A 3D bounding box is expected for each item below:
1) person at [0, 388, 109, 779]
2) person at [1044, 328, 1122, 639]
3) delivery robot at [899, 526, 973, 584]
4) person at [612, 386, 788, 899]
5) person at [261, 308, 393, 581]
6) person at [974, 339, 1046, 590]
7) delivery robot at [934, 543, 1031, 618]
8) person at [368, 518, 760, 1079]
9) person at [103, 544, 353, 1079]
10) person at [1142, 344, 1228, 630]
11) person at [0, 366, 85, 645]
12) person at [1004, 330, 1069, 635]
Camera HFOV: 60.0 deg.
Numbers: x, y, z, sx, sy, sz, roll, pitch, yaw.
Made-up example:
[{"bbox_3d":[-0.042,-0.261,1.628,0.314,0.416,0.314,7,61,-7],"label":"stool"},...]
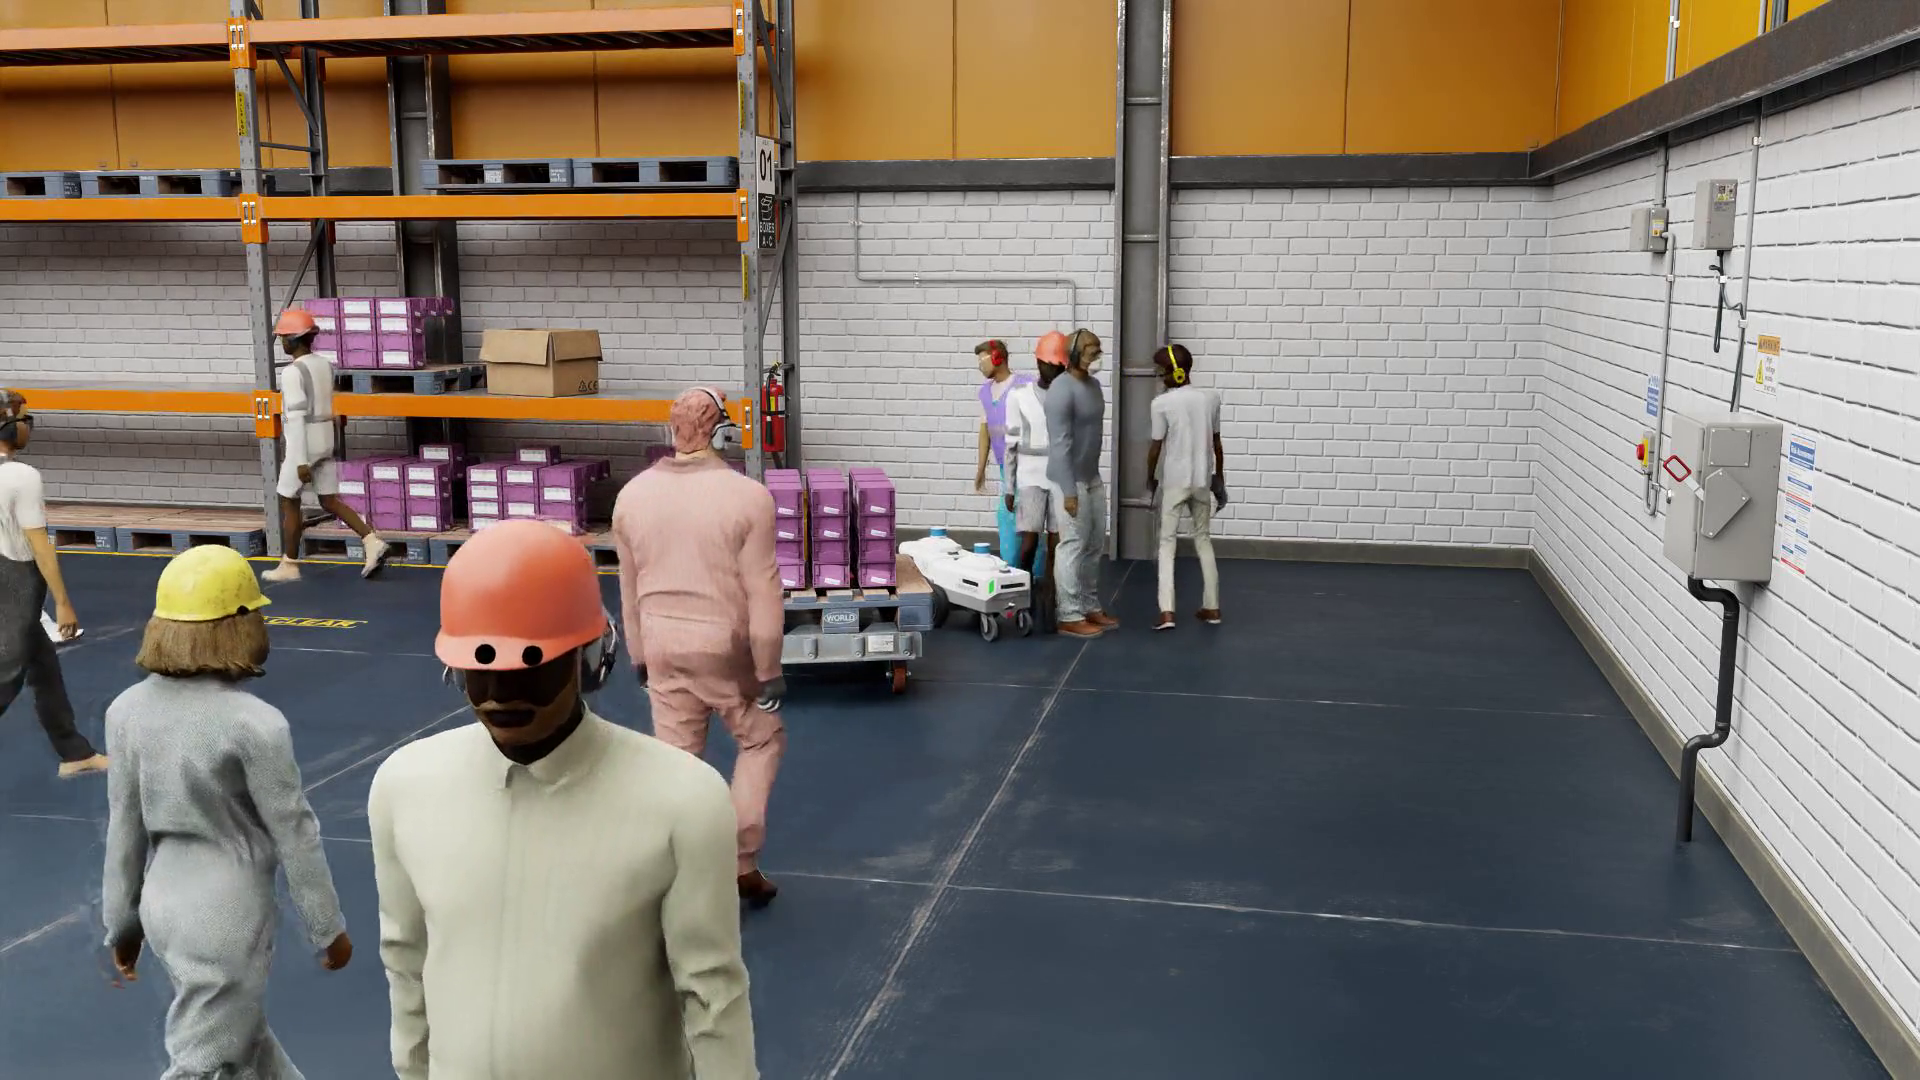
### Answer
[{"bbox_3d":[-4.122,0.250,7.150,0.529,1.811,0.959,6,11,30],"label":"person"},{"bbox_3d":[0.745,-0.348,10.366,0.418,1.927,0.659,5,11,27],"label":"person"},{"bbox_3d":[-0.148,0.151,11.180,0.477,0.478,0.707,-4,10,-23],"label":"delivery robot"},{"bbox_3d":[-0.879,0.400,5.930,0.670,1.892,0.508,4,10,20],"label":"person"},{"bbox_3d":[-4.656,-0.673,12.064,0.931,2.019,0.615,2,10,11],"label":"person"},{"bbox_3d":[0.329,-0.499,11.673,0.698,1.794,0.658,-5,11,-29],"label":"person"},{"bbox_3d":[0.138,0.262,10.512,0.477,0.478,0.707,-6,11,-32],"label":"delivery robot"},{"bbox_3d":[-0.607,0.906,2.713,0.622,1.964,0.879,1,10,8],"label":"person"},{"bbox_3d":[-1.646,0.848,3.826,0.500,1.689,0.919,4,10,24],"label":"person"},{"bbox_3d":[1.472,-0.331,10.587,0.594,1.824,0.535,-3,10,-17],"label":"person"},{"bbox_3d":[-5.876,-0.268,10.021,0.980,1.871,0.604,-1,9,-6],"label":"person"},{"bbox_3d":[0.549,-0.364,10.482,0.542,1.914,0.530,-1,9,-3],"label":"person"}]
